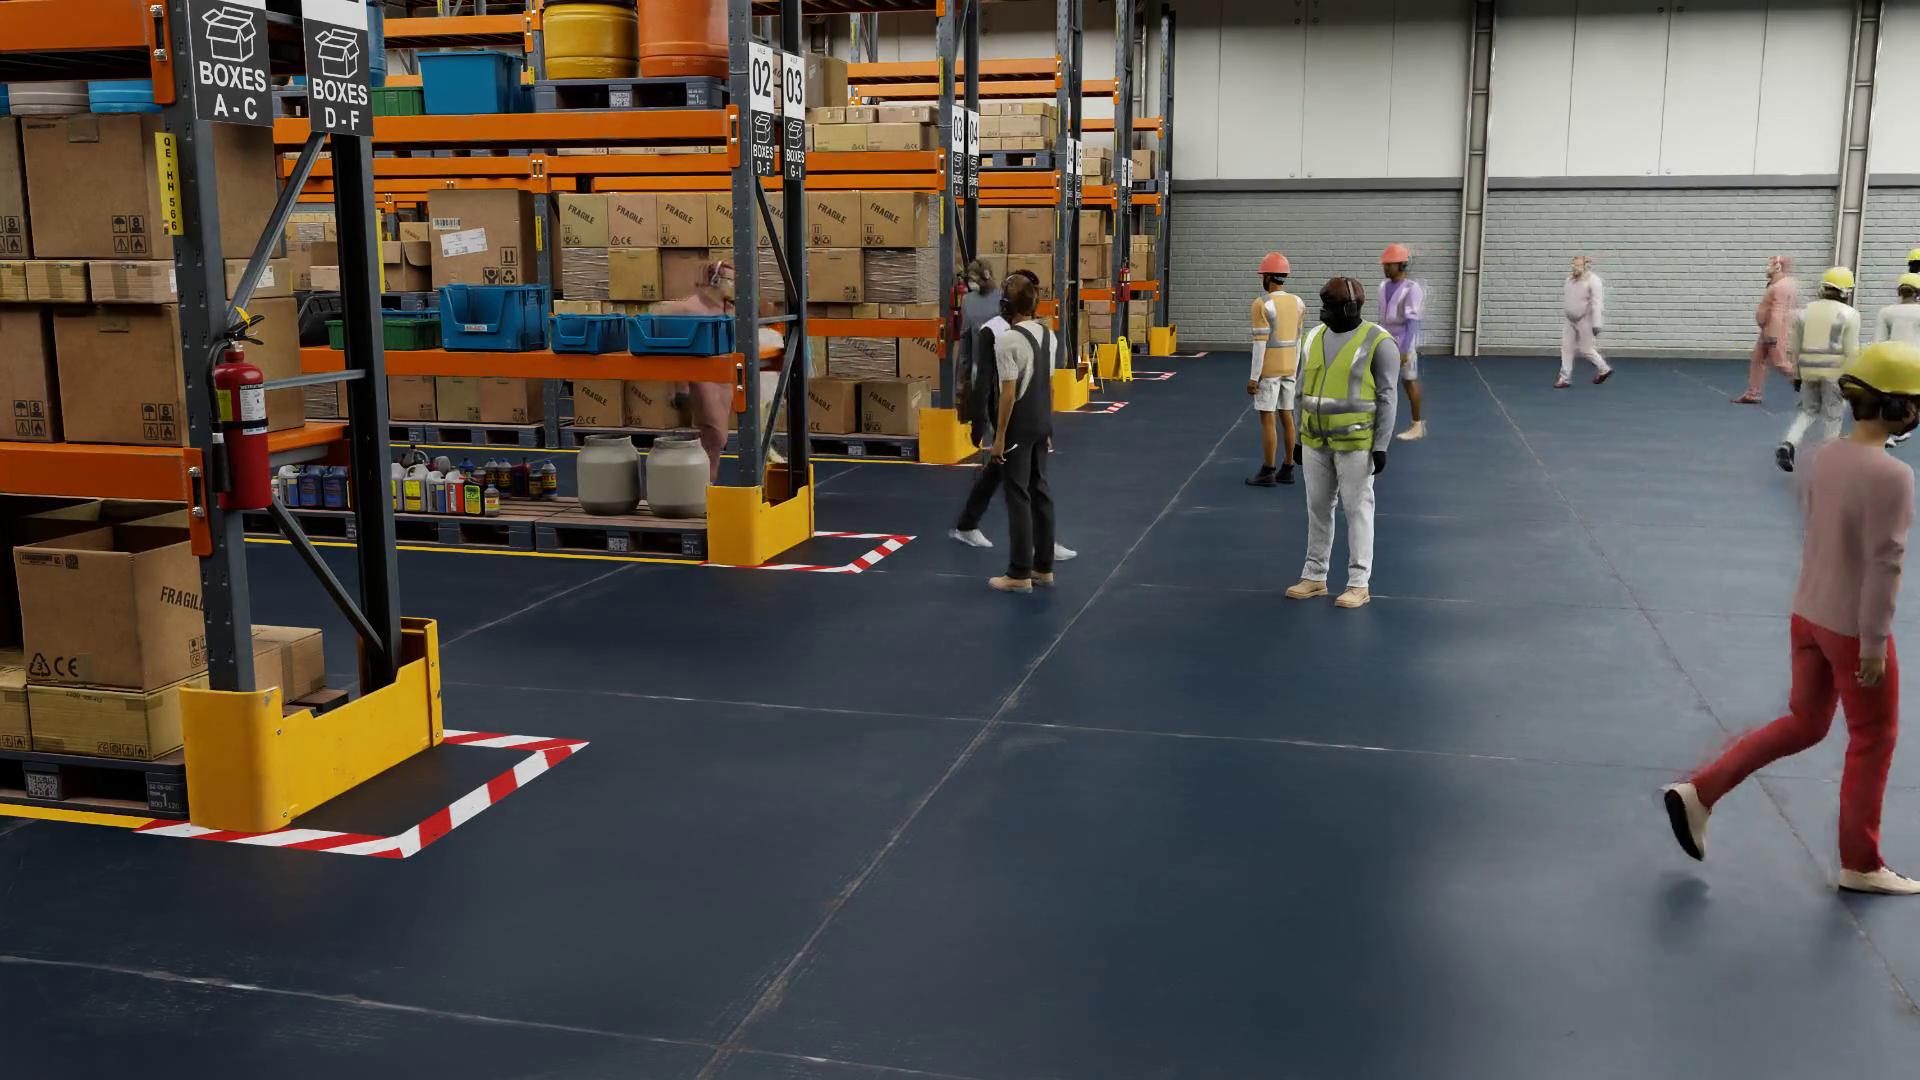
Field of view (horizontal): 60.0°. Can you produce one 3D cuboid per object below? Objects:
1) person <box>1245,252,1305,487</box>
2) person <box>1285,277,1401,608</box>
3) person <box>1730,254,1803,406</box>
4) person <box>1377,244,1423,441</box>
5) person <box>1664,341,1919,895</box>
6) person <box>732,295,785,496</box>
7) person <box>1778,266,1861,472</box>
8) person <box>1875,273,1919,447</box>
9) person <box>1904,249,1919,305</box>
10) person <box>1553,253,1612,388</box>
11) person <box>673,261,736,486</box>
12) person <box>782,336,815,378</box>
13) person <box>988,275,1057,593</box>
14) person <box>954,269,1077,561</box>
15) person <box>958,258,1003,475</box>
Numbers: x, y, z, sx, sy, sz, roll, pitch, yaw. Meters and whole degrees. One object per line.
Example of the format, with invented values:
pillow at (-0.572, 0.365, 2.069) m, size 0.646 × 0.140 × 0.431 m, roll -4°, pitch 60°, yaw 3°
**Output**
person at (2.596, -1.407, 13.816) m, size 0.546 × 1.939 × 0.375 m, roll -7°, pitch 12°, yaw -34°
person at (2.120, -0.545, 9.316) m, size 0.429 × 1.839 × 0.634 m, roll -9°, pitch 14°, yaw -42°
person at (10.153, -2.592, 20.585) m, size 0.902 × 1.876 × 0.651 m, roll 4°, pitch 11°, yaw 21°
person at (4.319, -1.955, 16.704) m, size 1.031 × 1.985 × 0.634 m, roll -5°, pitch 12°, yaw -27°
person at (2.664, 0.254, 5.174) m, size 0.710 × 1.747 × 0.532 m, roll 0°, pitch 10°, yaw 2°
person at (-1.528, -1.112, 13.094) m, size 0.651 × 1.618 × 0.504 m, roll 8°, pitch 13°, yaw 36°
person at (7.345, -1.414, 14.180) m, size 0.549 × 1.820 × 0.604 m, roll -6°, pitch 12°, yaw -28°
person at (9.399, -1.790, 16.562) m, size 0.926 × 1.717 × 0.525 m, roll -7°, pitch 12°, yaw -35°
person at (14.116, -3.374, 24.821) m, size 0.814 × 1.901 × 0.601 m, roll 8°, pitch 13°, yaw 38°
person at (8.670, -3.040, 23.077) m, size 0.805 × 1.872 × 0.670 m, roll -5°, pitch 11°, yaw -27°
person at (-1.830, -1.149, 12.541) m, size 0.580 × 1.880 × 0.674 m, roll 6°, pitch 12°, yaw 29°
person at (-1.801, -1.974, 17.740) m, size 0.865 × 1.647 × 0.548 m, roll 5°, pitch 11°, yaw 26°
person at (0.365, -0.613, 9.678) m, size 0.329 × 1.842 × 0.509 m, roll 8°, pitch 13°, yaw 38°
person at (0.337, -0.826, 10.845) m, size 1.022 × 1.862 × 0.593 m, roll 7°, pitch 12°, yaw 34°
person at (0.320, -1.542, 14.728) m, size 0.695 × 1.894 × 0.782 m, roll 8°, pitch 13°, yaw 39°
